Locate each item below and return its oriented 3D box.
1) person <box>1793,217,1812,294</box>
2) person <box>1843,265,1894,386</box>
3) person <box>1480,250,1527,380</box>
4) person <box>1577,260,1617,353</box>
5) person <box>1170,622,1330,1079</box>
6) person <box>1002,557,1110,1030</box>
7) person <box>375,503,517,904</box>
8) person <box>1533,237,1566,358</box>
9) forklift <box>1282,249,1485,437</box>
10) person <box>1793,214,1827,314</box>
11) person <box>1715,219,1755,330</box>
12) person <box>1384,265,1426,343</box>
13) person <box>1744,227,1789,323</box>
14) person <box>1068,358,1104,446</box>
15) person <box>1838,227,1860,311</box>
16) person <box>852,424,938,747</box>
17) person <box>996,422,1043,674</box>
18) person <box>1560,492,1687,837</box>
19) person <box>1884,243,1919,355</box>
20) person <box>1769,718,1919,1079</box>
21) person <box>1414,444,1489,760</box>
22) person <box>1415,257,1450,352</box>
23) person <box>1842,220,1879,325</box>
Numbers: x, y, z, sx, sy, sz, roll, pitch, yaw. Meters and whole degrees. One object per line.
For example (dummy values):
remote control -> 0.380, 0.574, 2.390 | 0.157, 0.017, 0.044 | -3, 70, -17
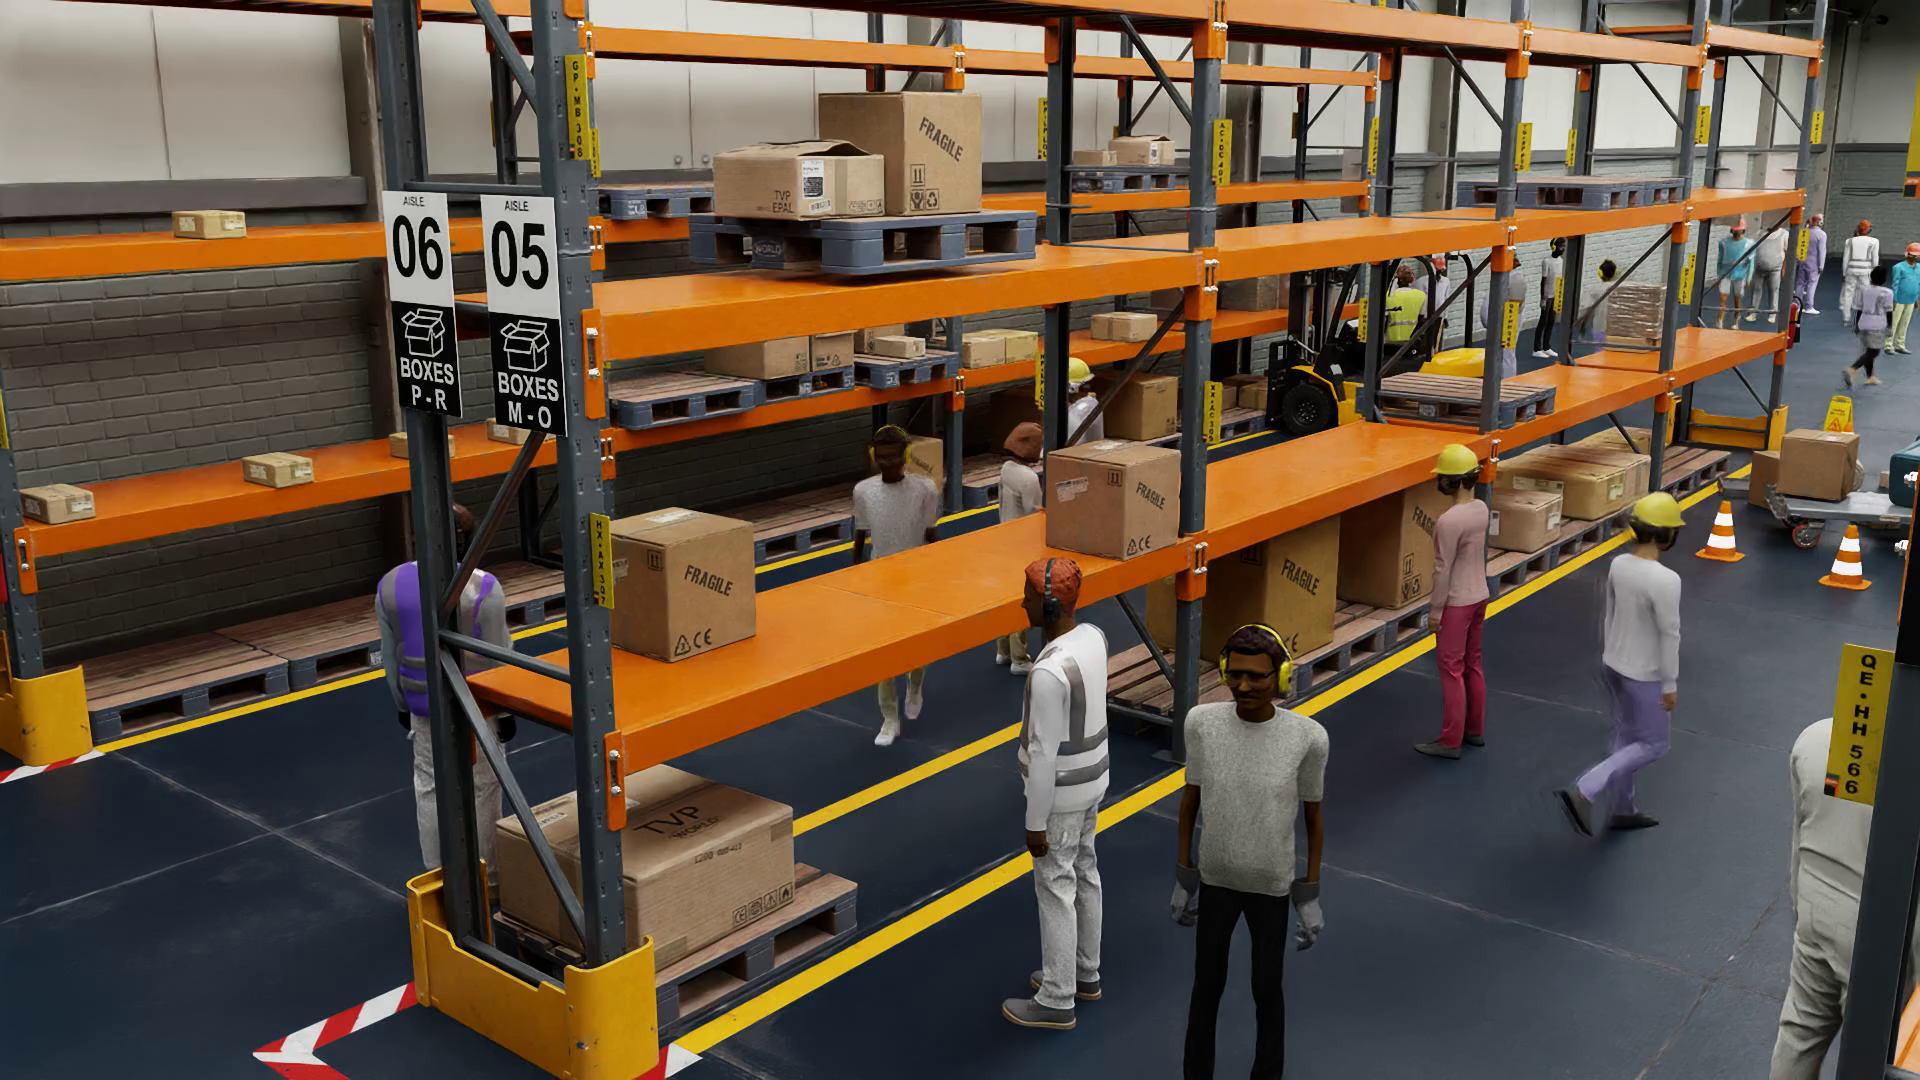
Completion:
person -> 18.267, -6.116, 35.809 | 0.285, 1.634, 0.499 | -4, 14, -15
person -> 12.385, -2.910, 22.663 | 0.724, 1.671, 0.531 | -4, 14, -15
person -> 7.004, -2.817, 21.538 | 0.535, 2.000, 0.677 | 0, 14, 0
person -> 8.237, -2.676, 21.400 | 0.556, 1.824, 0.931 | 0, 14, 0
person -> 0.974, 1.175, 5.636 | 0.521, 1.873, 0.335 | 5, 15, 20
person -> 0.387, 0.975, 6.437 | 0.359, 1.880, 0.575 | 6, 15, 24
person -> -2.266, 0.740, 7.482 | 0.624, 1.838, 0.430 | 4, 14, 14
person -> 9.138, -3.749, 25.713 | 0.510, 1.861, 0.326 | -11, 18, -38
forklift -> 4.886, -2.214, 18.767 | 2.313, 2.155, 1.214 | 11, 18, 38
person -> 16.373, -5.303, 31.963 | 0.399, 1.900, 0.644 | -4, 14, -17
person -> 13.470, -4.600, 28.943 | 0.618, 1.981, 1.085 | 9, 16, 32
person -> 5.393, -2.425, 20.342 | 0.570, 1.845, 0.380 | -1, 14, -5
person -> 14.782, -5.002, 30.433 | 0.684, 2.000, 0.538 | 12, 18, 39
person -> 0.862, -0.441, 12.329 | 0.403, 1.822, 0.595 | 3, 14, 14
person -> 17.458, -5.294, 32.454 | 0.516, 1.638, 0.317 | -1, 14, -4
person -> -0.347, 0.238, 9.465 | 0.544, 1.850, 0.480 | 3, 14, 13
person -> 0.407, 0.046, 10.718 | 0.285, 1.632, 0.505 | -5, 15, -20
person -> 3.254, 0.628, 8.108 | 0.536, 1.747, 0.536 | -2, 14, -8
person -> 14.793, -3.767, 26.007 | 0.564, 1.747, 0.339 | -5, 15, -18
person -> 2.901, 1.248, 5.287 | 0.403, 1.900, 0.633 | -4, 14, -15
person -> 2.754, 0.338, 9.286 | 0.360, 1.758, 0.525 | 12, 18, 41
person -> 6.699, -3.174, 23.591 | 0.559, 1.747, 0.331 | -5, 15, -20
person -> 16.152, -4.783, 29.860 | 0.573, 1.887, 0.354 | 12, 18, 41
